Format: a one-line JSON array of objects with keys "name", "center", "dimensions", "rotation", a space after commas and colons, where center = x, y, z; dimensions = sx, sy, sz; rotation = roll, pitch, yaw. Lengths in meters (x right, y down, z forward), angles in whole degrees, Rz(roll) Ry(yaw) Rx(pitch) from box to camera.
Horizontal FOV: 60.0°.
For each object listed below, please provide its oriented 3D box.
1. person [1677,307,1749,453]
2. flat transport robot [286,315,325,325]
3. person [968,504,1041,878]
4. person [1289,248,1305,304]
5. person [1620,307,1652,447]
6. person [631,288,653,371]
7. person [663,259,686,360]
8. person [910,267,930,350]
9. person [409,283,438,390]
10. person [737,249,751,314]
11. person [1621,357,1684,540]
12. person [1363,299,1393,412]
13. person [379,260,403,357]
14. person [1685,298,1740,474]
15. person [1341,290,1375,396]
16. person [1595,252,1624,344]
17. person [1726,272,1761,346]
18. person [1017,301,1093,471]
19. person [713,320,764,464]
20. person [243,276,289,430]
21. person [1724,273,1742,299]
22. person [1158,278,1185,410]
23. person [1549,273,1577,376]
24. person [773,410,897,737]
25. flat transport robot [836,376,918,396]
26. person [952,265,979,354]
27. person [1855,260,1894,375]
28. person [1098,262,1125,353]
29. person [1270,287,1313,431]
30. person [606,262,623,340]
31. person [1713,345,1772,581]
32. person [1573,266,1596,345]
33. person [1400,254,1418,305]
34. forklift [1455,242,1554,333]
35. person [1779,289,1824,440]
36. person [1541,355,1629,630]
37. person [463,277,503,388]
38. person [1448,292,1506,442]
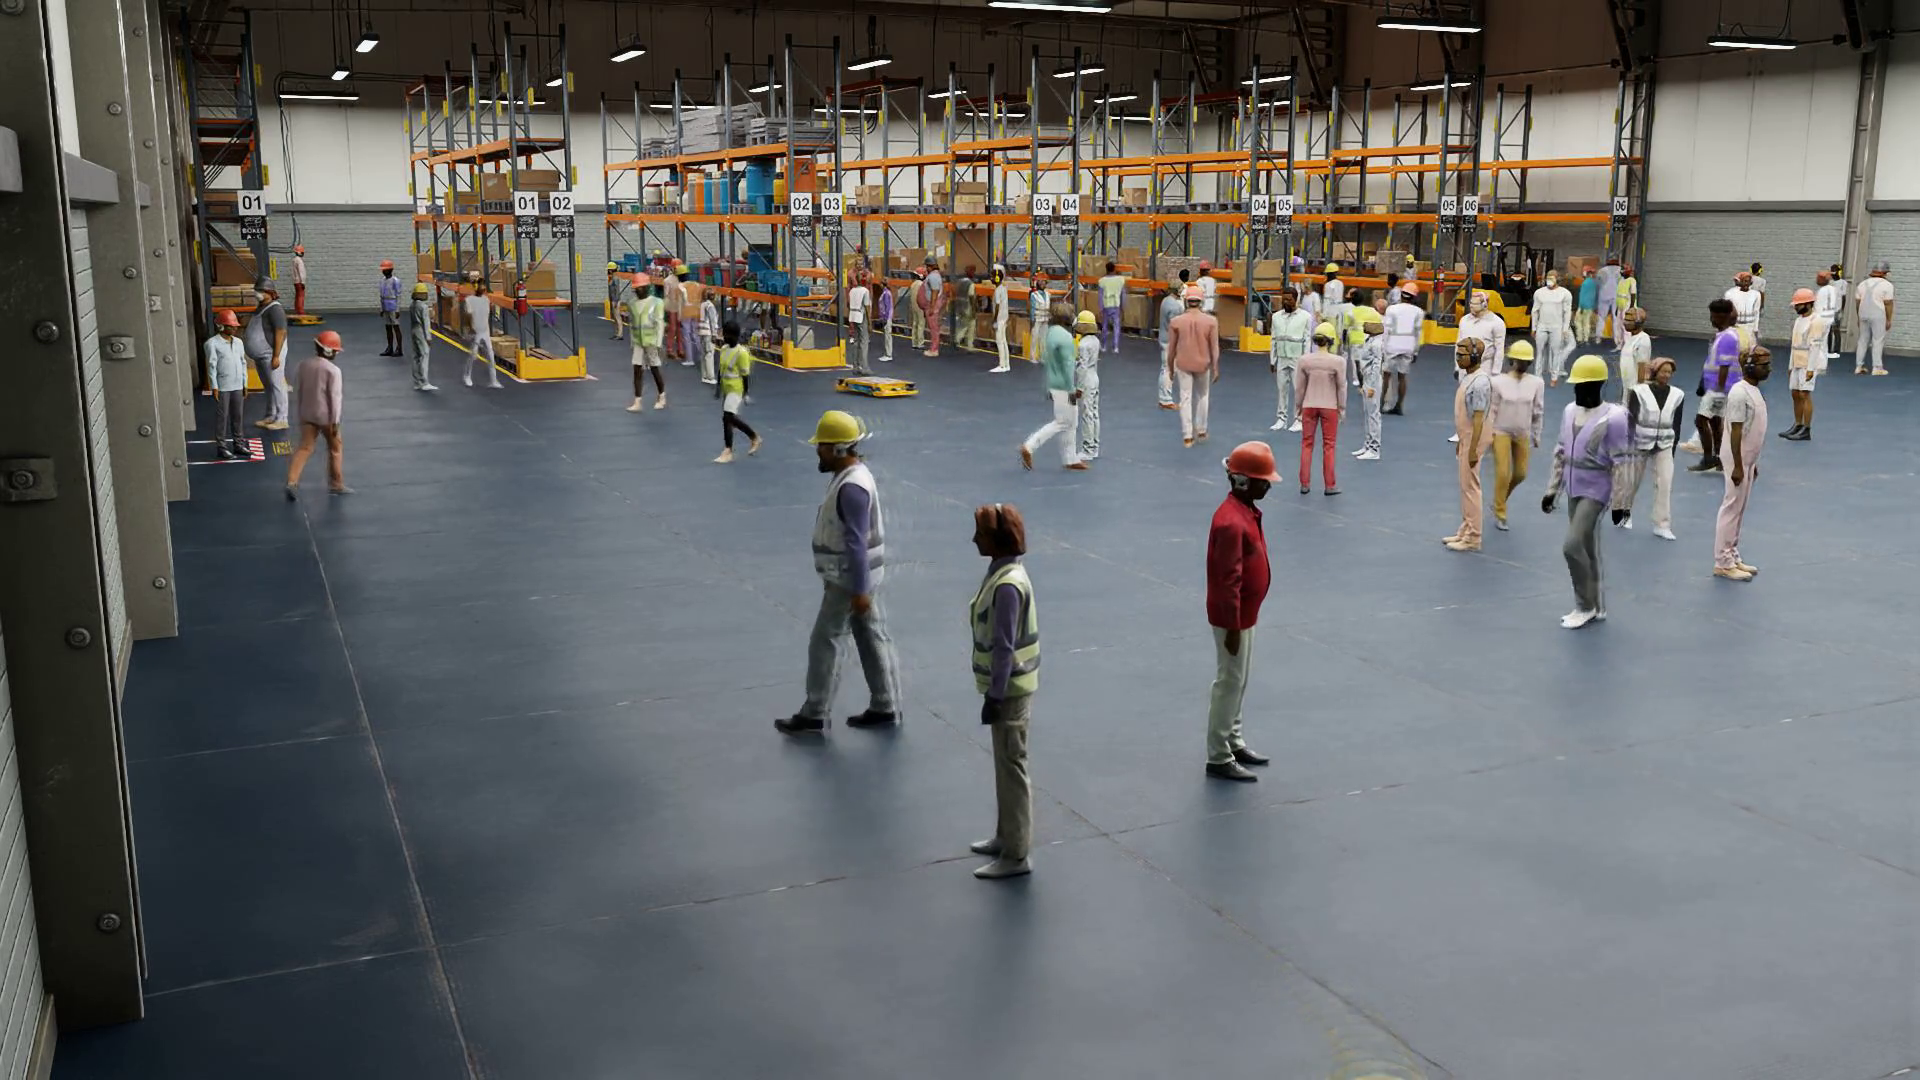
[{"name": "person", "center": [8.976, -1.858, 19.617], "dimensions": [0.646, 1.793, 0.954], "rotation": [-9, 14, -39]}, {"name": "flat transport robot", "center": [-17.125, -5.694, 42.979], "dimensions": [1.431, 0.197, 0.652], "rotation": [8, 14, 34]}, {"name": "person", "center": [0.194, 0.649, 7.280], "dimensions": [0.312, 1.636, 0.516], "rotation": [0, 11, -2]}, {"name": "person", "center": [9.851, -7.641, 48.870], "dimensions": [0.622, 1.845, 0.429], "rotation": [8, 14, 35]}, {"name": "person", "center": [7.534, -1.683, 18.616], "dimensions": [0.343, 1.838, 0.502], "rotation": [0, 11, 2]}, {"name": "person", "center": [-5.783, -3.949, 30.482], "dimensions": [0.483, 1.700, 0.883], "rotation": [-2, 11, -12]}, {"name": "person", "center": [-5.561, -4.538, 32.750], "dimensions": [0.405, 1.988, 0.620], "rotation": [8, 14, 36]}, {"name": "person", "center": [-0.819, -4.863, 35.010], "dimensions": [0.356, 1.742, 0.585], "rotation": [-7, 13, -30]}, {"name": "person", "center": [-8.804, -3.334, 27.236], "dimensions": [0.491, 1.741, 0.319], "rotation": [10, 15, 42]}, {"name": "person", "center": [-6.146, -7.382, 47.542], "dimensions": [0.616, 1.839, 0.745], "rotation": [3, 11, 13]}, {"name": "person", "center": [6.213, -0.849, 14.952], "dimensions": [0.521, 1.602, 0.784], "rotation": [1, 11, 3]}, {"name": "person", "center": [6.085, -2.665, 24.099], "dimensions": [0.523, 1.639, 0.306], "rotation": [-1, 11, -7]}, {"name": "person", "center": [-11.470, -4.653, 33.443], "dimensions": [0.549, 1.938, 0.365], "rotation": [6, 13, 29]}, {"name": "person", "center": [8.272, -1.683, 18.298], "dimensions": [0.515, 1.945, 0.661], "rotation": [5, 12, 23]}, {"name": "person", "center": [6.333, -3.127, 26.378], "dimensions": [0.552, 1.649, 0.606], "rotation": [-1, 11, -6]}, {"name": "person", "center": [14.364, -5.344, 36.687], "dimensions": [0.685, 2.000, 0.535], "rotation": [5, 12, 23]}, {"name": "person", "center": [13.189, -3.575, 28.096], "dimensions": [0.584, 1.882, 0.337], "rotation": [1, 11, 6]}, {"name": "person", "center": [1.061, -1.680, 18.407], "dimensions": [0.818, 1.915, 0.634], "rotation": [-1, 11, -5]}, {"name": "person", "center": [-2.600, -1.739, 19.354], "dimensions": [0.732, 1.653, 0.533], "rotation": [-7, 13, -32]}, {"name": "person", "center": [-9.281, -2.499, 22.233], "dimensions": [0.538, 2.000, 0.684], "rotation": [-10, 15, -41]}, {"name": "person", "center": [14.851, -4.228, 31.774], "dimensions": [0.337, 1.742, 0.561], "rotation": [-4, 12, -20]}, {"name": "person", "center": [3.096, -2.864, 24.385], "dimensions": [0.367, 1.932, 0.623], "rotation": [-1, 11, -7]}, {"name": "person", "center": [10.648, -3.783, 29.298], "dimensions": [0.443, 1.822, 0.503], "rotation": [0, 11, 0]}, {"name": "person", "center": [-0.717, 0.190, 9.176], "dimensions": [0.806, 1.797, 0.615], "rotation": [-1, 11, -3]}, {"name": "flat transport robot", "center": [-1.335, -2.460, 26.543], "dimensions": [0.652, 0.197, 1.431], "rotation": [-8, 14, -34]}, {"name": "person", "center": [0.141, -4.696, 33.940], "dimensions": [0.471, 1.824, 0.583], "rotation": [-6, 13, -29]}, {"name": "person", "center": [16.395, -3.977, 29.742], "dimensions": [0.536, 2.000, 0.688], "rotation": [-5, 12, -23]}, {"name": "person", "center": [3.135, -4.831, 34.540], "dimensions": [0.591, 1.873, 0.991], "rotation": [-1, 11, -4]}, {"name": "person", "center": [4.388, -2.396, 22.061], "dimensions": [0.584, 1.911, 0.391], "rotation": [9, 14, 37]}, {"name": "person", "center": [-7.871, -5.427, 37.811], "dimensions": [0.328, 1.767, 0.532], "rotation": [-4, 12, -20]}, {"name": "person", "center": [6.185, -0.610, 13.125], "dimensions": [0.344, 1.847, 0.504], "rotation": [8, 14, 35]}, {"name": "person", "center": [13.640, -5.129, 36.381], "dimensions": [0.571, 1.728, 0.428], "rotation": [-9, 15, -40]}, {"name": "person", "center": [11.287, -6.268, 41.904], "dimensions": [0.591, 1.837, 0.403], "rotation": [-4, 12, -21]}, {"name": "forklift", "center": [13.047, -6.049, 39.881], "dimensions": [2.313, 2.155, 1.214], "rotation": [-5, 12, -23]}, {"name": "person", "center": [10.710, -2.231, 21.182], "dimensions": [0.391, 1.923, 0.554], "rotation": [0, 11, -1]}, {"name": "person", "center": [4.317, -0.331, 11.568], "dimensions": [0.594, 1.904, 0.594], "rotation": [-3, 11, -13]}, {"name": "person", "center": [-7.966, -3.428, 27.519], "dimensions": [0.880, 1.822, 0.518], "rotation": [11, 15, 44]}, {"name": "person", "center": [6.453, -2.145, 20.789], "dimensions": [0.401, 1.904, 0.640], "rotation": [-9, 15, -40]}]
